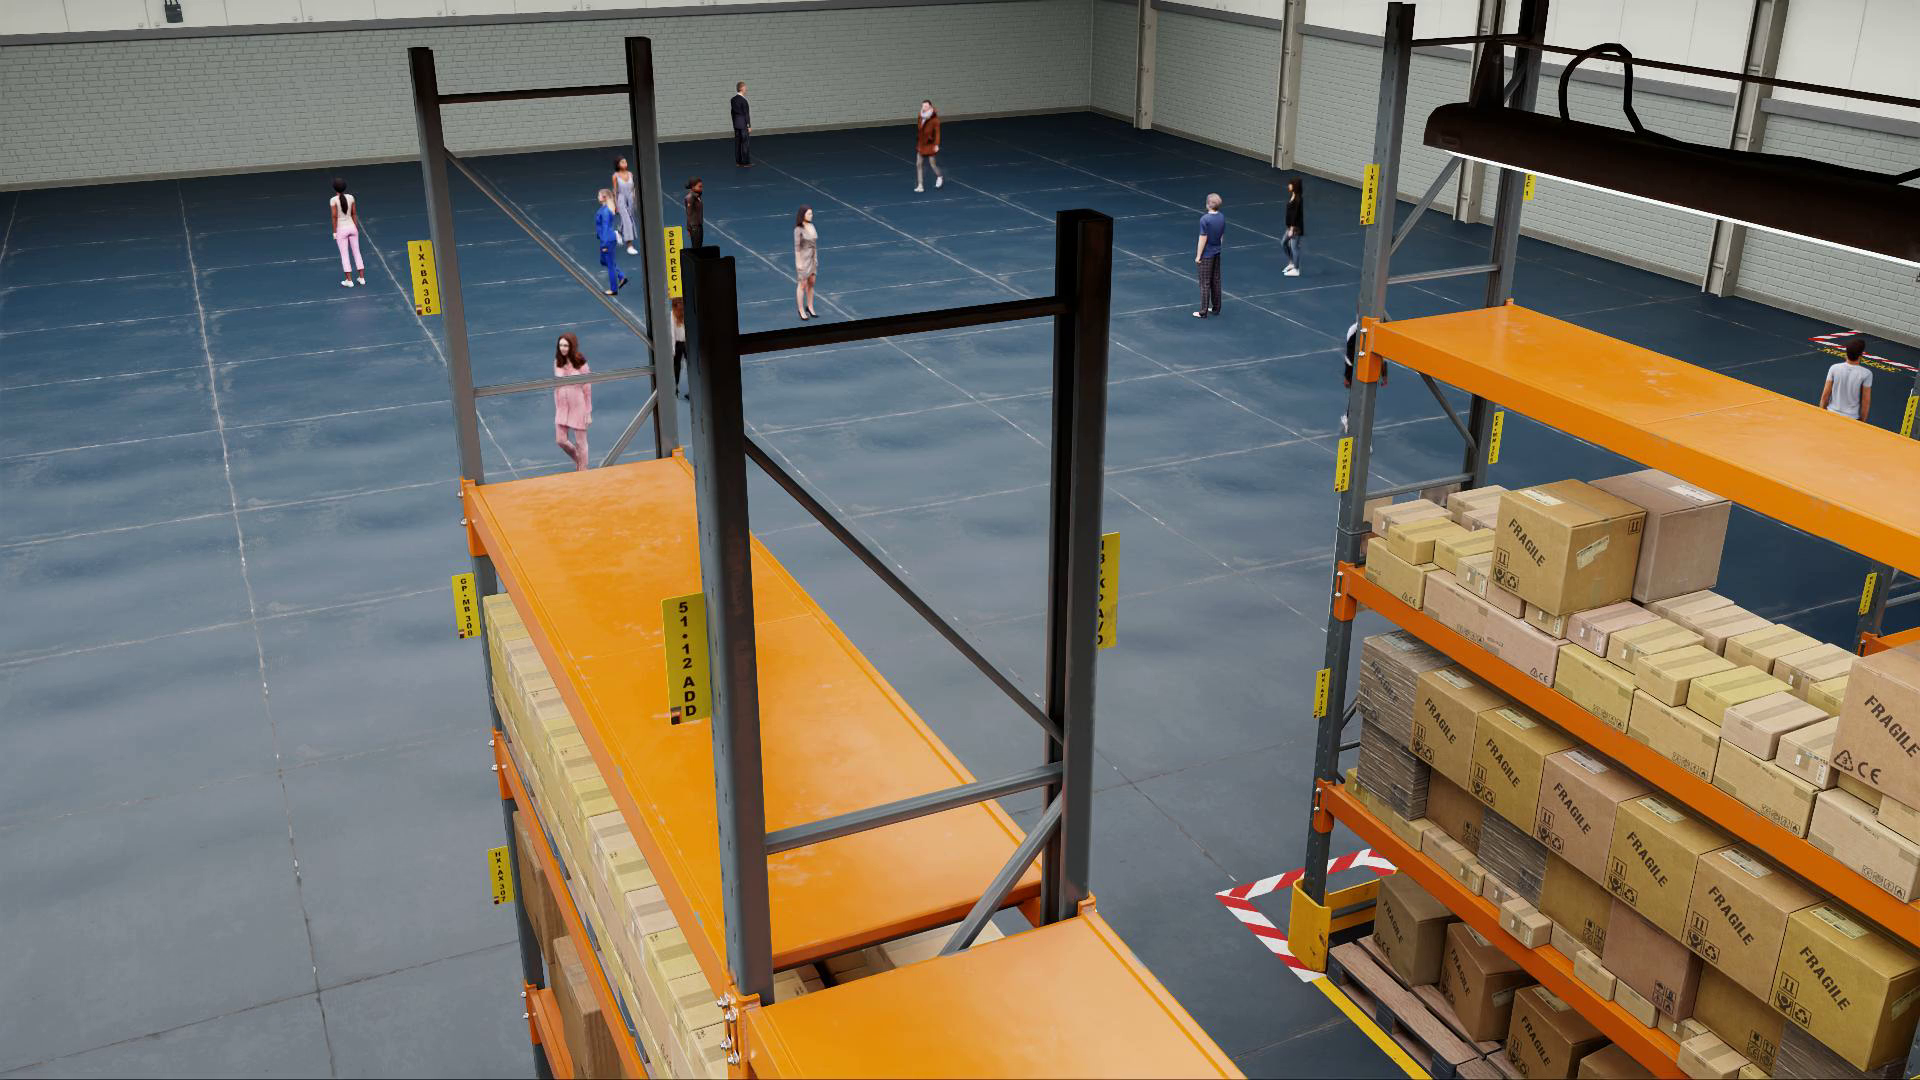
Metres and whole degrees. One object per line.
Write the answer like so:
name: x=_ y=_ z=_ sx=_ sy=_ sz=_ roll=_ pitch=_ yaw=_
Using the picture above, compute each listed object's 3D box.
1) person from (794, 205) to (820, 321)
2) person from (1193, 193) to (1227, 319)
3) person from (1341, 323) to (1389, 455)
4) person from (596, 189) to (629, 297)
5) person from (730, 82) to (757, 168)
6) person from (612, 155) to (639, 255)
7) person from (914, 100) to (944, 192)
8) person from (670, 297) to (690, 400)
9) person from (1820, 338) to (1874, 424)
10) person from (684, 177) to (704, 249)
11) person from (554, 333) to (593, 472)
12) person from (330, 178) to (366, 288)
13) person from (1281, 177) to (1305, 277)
person: x=-2.315 y=-4.186 z=25.022 sx=0.689 sy=1.743 sz=0.670 roll=13 pitch=26 yaw=28
person: x=3.787 y=-4.309 z=25.147 sx=0.697 sy=1.872 sz=0.608 roll=-16 pitch=28 yaw=-32
person: x=4.796 y=-2.017 z=19.831 sx=0.709 sy=1.815 sz=1.138 roll=-8 pitch=24 yaw=-19
person: x=-5.474 y=-4.708 z=26.314 sx=0.785 sy=1.693 sz=0.694 roll=-3 pitch=23 yaw=-8
person: x=-4.815 y=-9.164 z=36.640 sx=0.680 sy=1.813 sz=0.829 roll=19 pitch=30 yaw=38
person: x=-5.902 y=-5.871 z=29.072 sx=0.789 sy=1.674 sz=1.119 roll=-20 pitch=30 yaw=-39
person: x=-0.627 y=-8.063 z=34.054 sx=1.186 sy=1.810 sz=1.155 roll=13 pitch=26 yaw=29
person: x=-3.521 y=-2.494 z=21.404 sx=0.651 sy=1.461 sz=0.857 roll=-15 pitch=27 yaw=-31
person: x=9.548 y=-1.284 z=18.043 sx=0.648 sy=1.866 sz=0.779 roll=16 pitch=28 yaw=32
person: x=-4.368 y=-5.164 z=27.428 sx=0.753 sy=1.660 sz=0.690 roll=11 pitch=25 yaw=23
person: x=-4.262 y=-1.462 z=18.555 sx=0.765 sy=1.792 sz=0.820 roll=7 pitch=24 yaw=17
person: x=-9.937 y=-4.989 z=26.913 sx=0.634 sy=1.741 sz=0.651 roll=19 pitch=30 yaw=38
person: x=5.610 y=-5.178 z=27.494 sx=0.700 sy=1.636 sz=0.591 roll=-2 pitch=23 yaw=-4
